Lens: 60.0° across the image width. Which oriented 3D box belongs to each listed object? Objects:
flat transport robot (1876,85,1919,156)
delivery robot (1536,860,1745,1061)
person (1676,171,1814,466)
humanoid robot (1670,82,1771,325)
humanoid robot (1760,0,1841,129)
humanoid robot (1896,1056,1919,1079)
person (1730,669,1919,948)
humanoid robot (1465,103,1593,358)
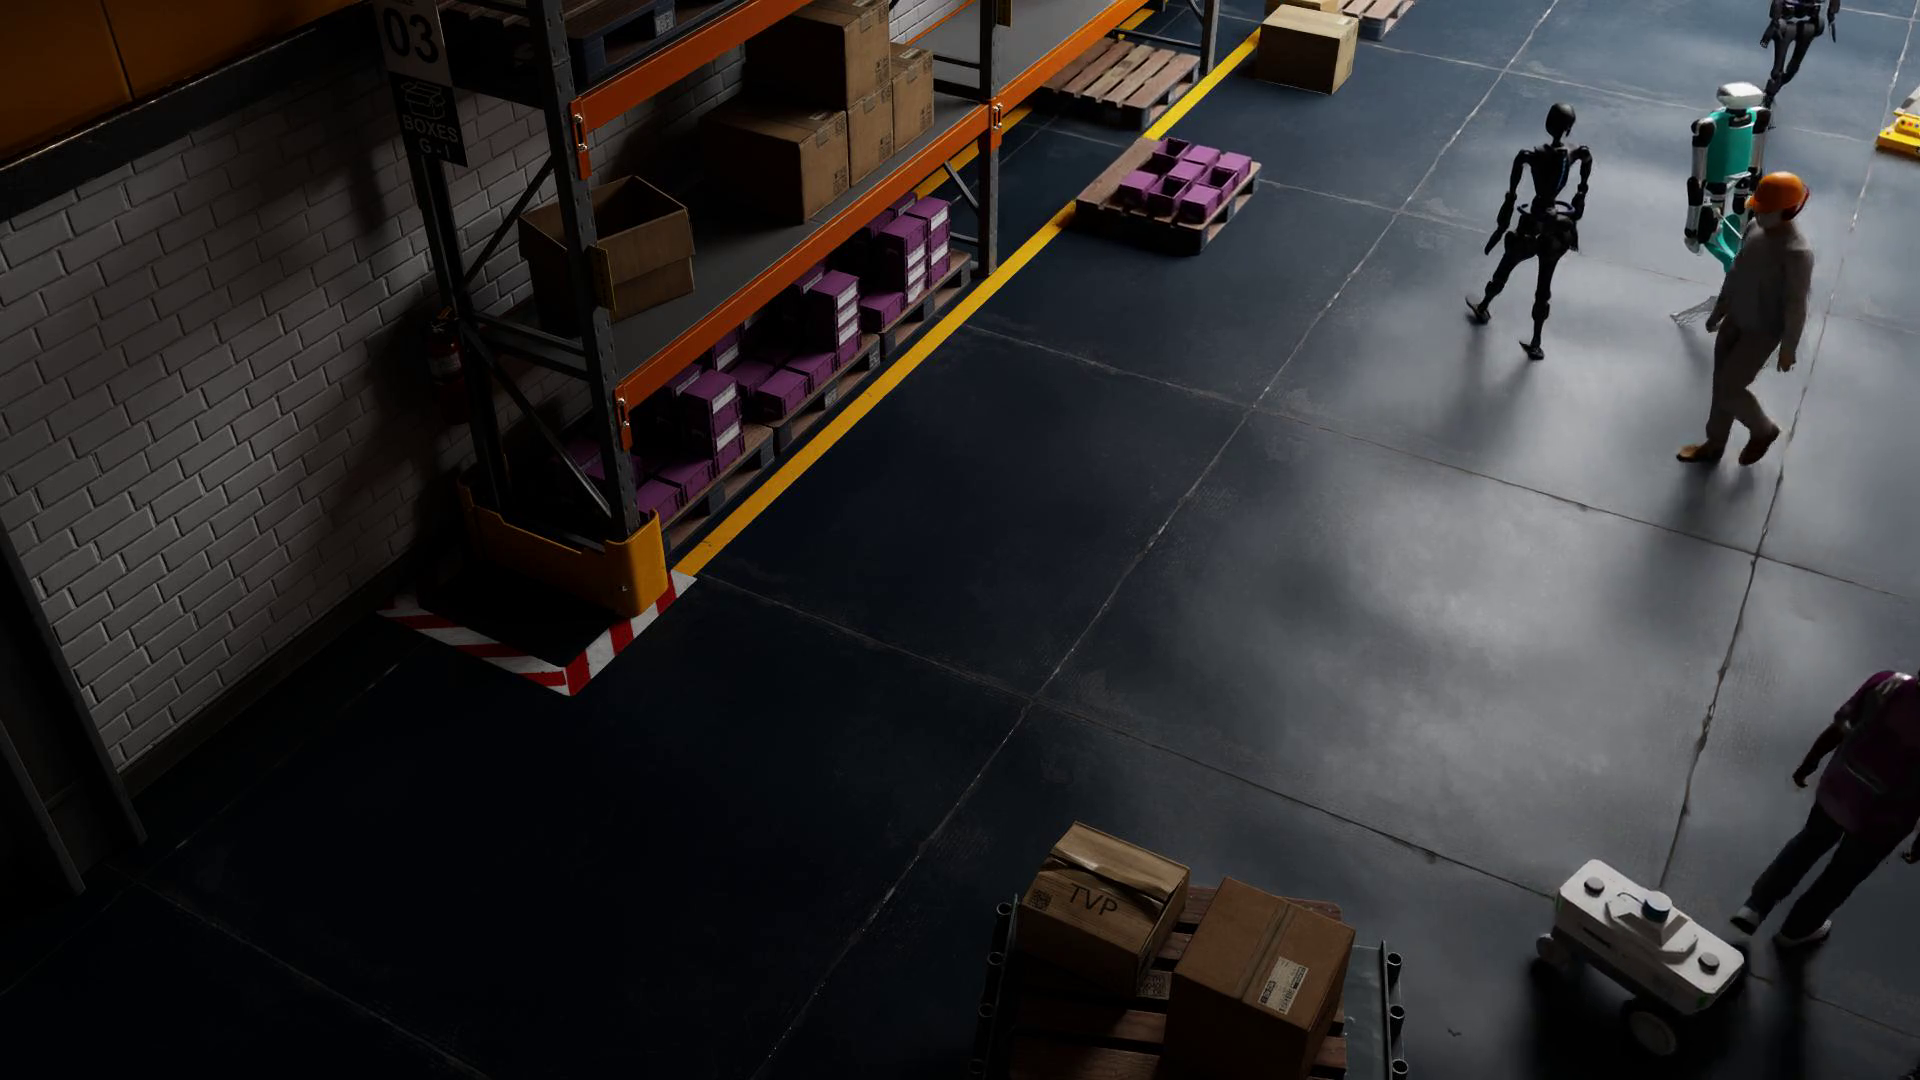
[{"bbox_3d":[8.029,-3.434,13.513,0.659,0.231,1.431,28,46,30],"label":"flat transport robot"},{"bbox_3d":[2.830,1.697,6.873,0.499,0.599,0.787,-29,47,-31],"label":"delivery robot"},{"bbox_3d":[4.524,-1.224,9.477,0.513,1.866,0.584,-5,39,-6],"label":"person"},{"bbox_3d":[4.955,-1.866,10.449,0.556,1.772,1.055,-13,41,-16],"label":"humanoid robot"},{"bbox_3d":[6.754,-4.175,13.338,0.589,1.649,0.642,-3,39,-4],"label":"humanoid robot"},{"bbox_3d":[3.010,2.143,5.425,0.613,1.637,0.526,7,39,9],"label":"humanoid robot"},{"bbox_3d":[3.616,1.058,6.652,0.515,1.819,0.575,-21,43,-24],"label":"person"},{"bbox_3d":[3.679,-2.031,10.650,0.614,1.629,0.717,-7,39,-8],"label":"humanoid robot"}]
